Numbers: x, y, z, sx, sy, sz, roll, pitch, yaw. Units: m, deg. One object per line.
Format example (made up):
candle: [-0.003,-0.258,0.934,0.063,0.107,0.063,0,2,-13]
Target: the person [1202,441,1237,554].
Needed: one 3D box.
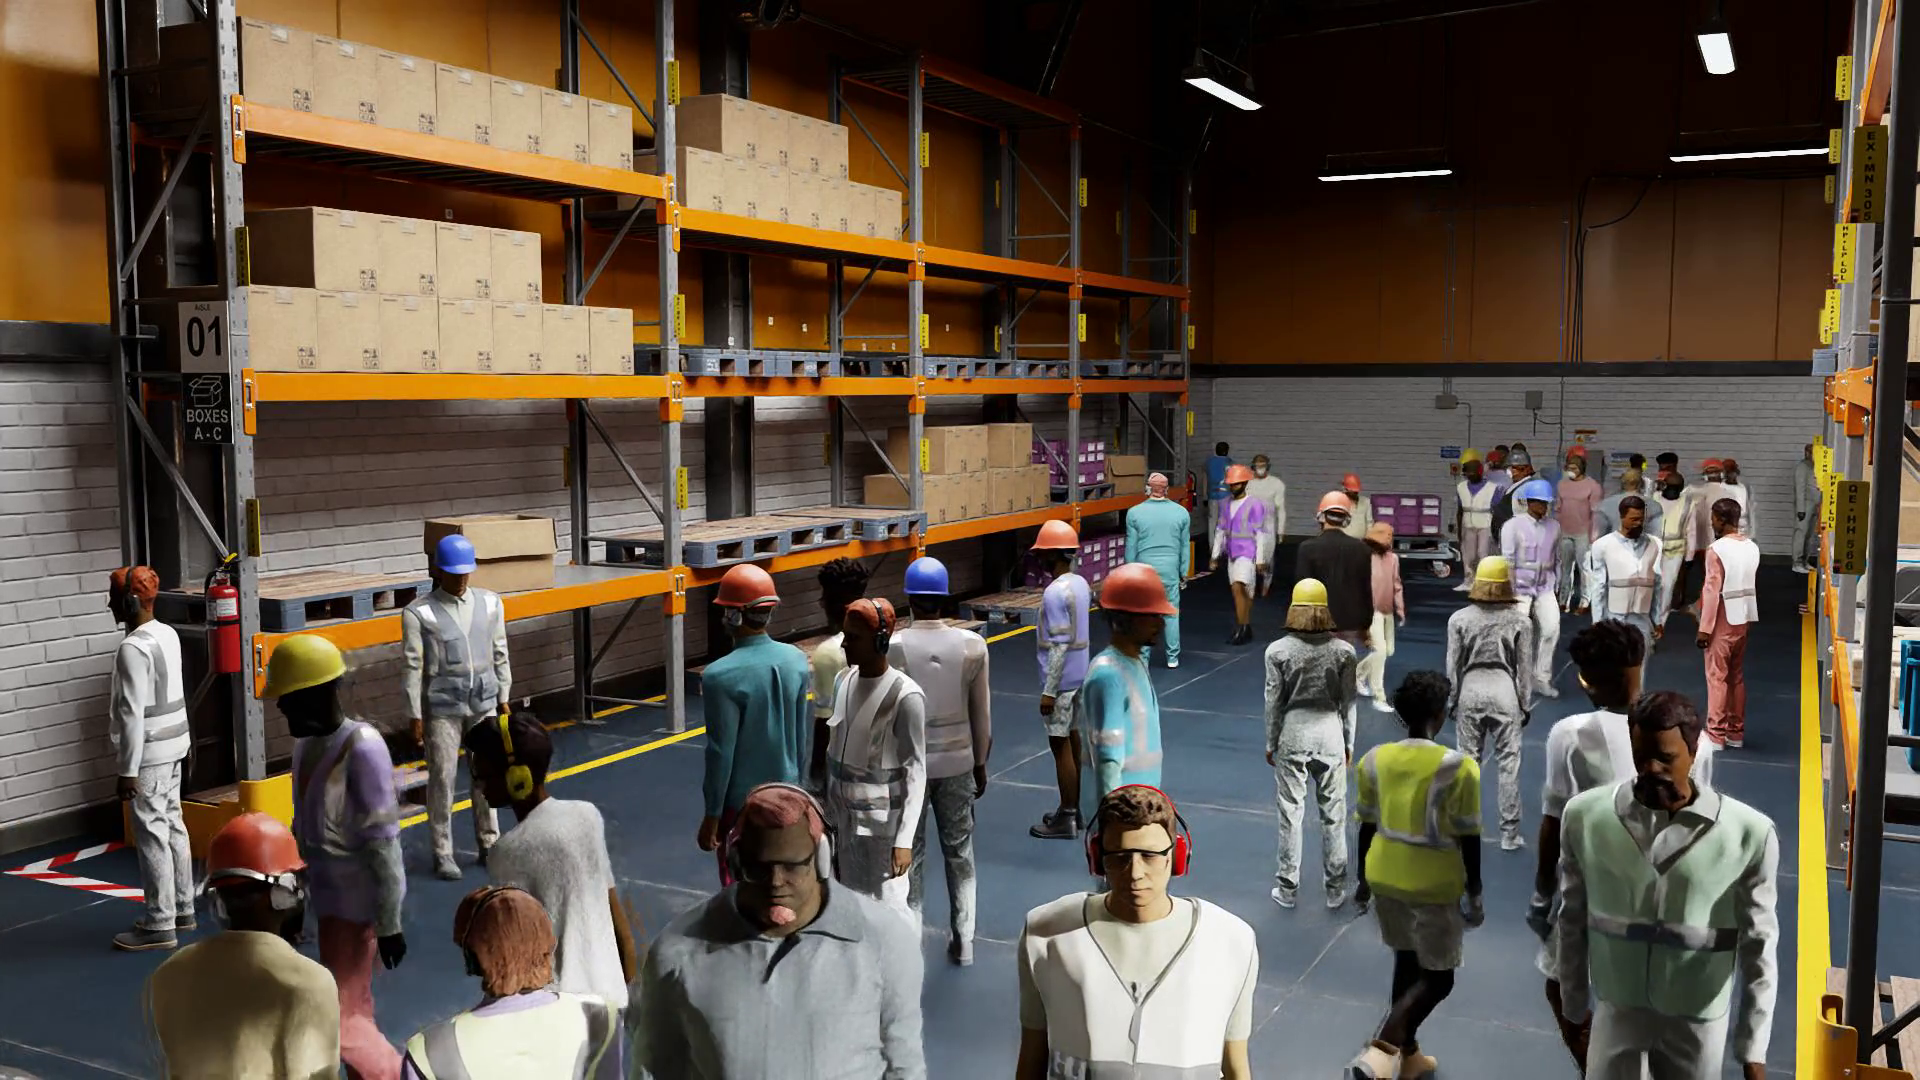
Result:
person: [4.281,-0.696,27.229,0.633,1.841,0.429,4,6,35]

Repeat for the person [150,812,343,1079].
person: [-1.699,1.528,4.054,0.579,1.691,0.860,2,6,16]

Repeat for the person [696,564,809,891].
person: [-0.893,1.096,7.128,0.381,1.994,0.622,3,6,33]

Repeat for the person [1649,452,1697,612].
person: [8.650,-0.099,20.249,0.389,1.948,0.634,-4,6,-34]

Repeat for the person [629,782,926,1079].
person: [-0.411,1.472,3.640,0.683,1.889,0.527,0,5,1]

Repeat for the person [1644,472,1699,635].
person: [7.725,0.150,18.275,0.694,1.812,0.490,3,6,25]

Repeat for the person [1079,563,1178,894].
person: [0.687,1.107,6.764,0.391,2.040,0.612,1,5,13]

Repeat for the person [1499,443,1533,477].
person: [7.949,-0.422,23.760,0.635,1.939,0.362,-3,6,-29]

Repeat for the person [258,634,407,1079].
person: [-2.167,1.267,5.783,0.455,1.900,0.616,-5,7,-40]

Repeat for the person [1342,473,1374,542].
person: [4.738,0.018,20.284,0.601,1.702,0.819,-3,6,-25]

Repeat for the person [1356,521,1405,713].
person: [3.544,0.628,14.229,0.507,1.608,0.657,-4,7,-36]

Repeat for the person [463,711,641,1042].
person: [-1.184,1.392,4.809,0.810,1.826,0.527,1,5,12]

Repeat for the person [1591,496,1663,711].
person: [5.177,0.602,12.939,0.593,1.907,0.414,-1,5,-13]

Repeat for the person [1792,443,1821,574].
person: [12.457,-0.463,24.395,0.643,1.905,0.400,-5,7,-44]

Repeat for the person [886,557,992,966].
person: [-0.151,1.052,7.854,0.614,1.945,0.403,-2,6,-18]

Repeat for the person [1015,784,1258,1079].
person: [0.407,1.470,3.896,0.564,1.846,0.390,0,5,3]

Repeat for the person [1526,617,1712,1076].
person: [2.361,1.241,5.891,0.690,1.945,0.487,-1,5,-8]

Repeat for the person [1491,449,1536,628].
person: [6.315,-0.022,18.913,0.535,2.000,0.685,1,5,7]

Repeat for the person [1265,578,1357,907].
person: [1.843,1.069,8.778,0.485,1.740,0.303,0,5,4]

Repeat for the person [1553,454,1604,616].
person: [7.353,-0.056,19.862,0.370,1.934,0.627,-4,7,-36]

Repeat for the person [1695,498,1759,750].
person: [5.804,0.635,12.583,0.592,1.907,0.416,-4,7,-38]

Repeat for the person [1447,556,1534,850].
person: [3.157,0.962,9.917,0.492,1.741,0.323,2,6,21]

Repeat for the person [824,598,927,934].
person: [-0.373,1.175,6.881,0.355,1.883,0.575,-5,7,-41]

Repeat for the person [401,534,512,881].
person: [-2.802,0.925,9.305,0.623,1.933,0.420,-5,7,-41]

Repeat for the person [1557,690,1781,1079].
person: [1.955,1.373,4.657,0.589,1.898,0.702,3,6,25]

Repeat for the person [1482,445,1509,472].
person: [8.364,-0.559,25.753,0.565,1.841,0.396,1,5,15]

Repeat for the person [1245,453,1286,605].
person: [3.797,-0.151,21.036,0.638,1.919,0.833,1,5,12]

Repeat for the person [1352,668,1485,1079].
person: [1.666,1.330,6.329,0.677,1.668,0.538,-4,7,-38]

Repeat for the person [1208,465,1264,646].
person: [2.902,0.165,17.608,0.702,1.912,0.571,-3,6,-33]

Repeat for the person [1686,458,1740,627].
person: [8.318,0.065,18.456,0.695,1.948,0.670,-2,6,-21]

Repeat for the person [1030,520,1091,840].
person: [0.595,0.845,10.132,0.371,1.935,0.551,2,6,21]

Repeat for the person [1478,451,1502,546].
person: [8.177,-0.496,25.537,0.327,1.753,0.561,5,7,43]

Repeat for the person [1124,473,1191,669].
person: [1.902,0.303,16.097,0.651,1.913,0.409,-1,5,-6]

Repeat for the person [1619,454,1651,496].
person: [9.253,-0.271,22.803,1.028,1.815,0.536,-4,7,-37]

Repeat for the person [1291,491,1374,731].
person: [2.813,0.623,12.402,0.666,1.960,0.670,-1,6,-15]

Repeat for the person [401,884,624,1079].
person: [-0.996,1.591,3.763,0.524,1.632,0.314,-3,6,-27]

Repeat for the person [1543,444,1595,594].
person: [7.943,-0.270,21.869,0.752,1.989,0.444,4,7,37]

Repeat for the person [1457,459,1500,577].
person: [6.702,-0.143,21.408,0.568,1.813,0.613,-5,7,-42]

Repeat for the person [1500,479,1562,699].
person: [5.004,0.440,14.514,0.639,1.932,0.540,-1,5,-9]

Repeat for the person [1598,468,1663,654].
person: [6.817,0.223,16.942,0.646,1.908,0.641,4,6,34]

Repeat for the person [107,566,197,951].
person: [-3.983,1.060,8.177,0.351,1.878,0.568,-1,5,-10]

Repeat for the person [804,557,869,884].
person: [-0.509,1.052,7.842,0.377,1.949,0.611,2,6,25]

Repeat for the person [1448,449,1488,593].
person: [6.744,-0.252,22.081,0.426,1.912,0.643,-1,5,-14]

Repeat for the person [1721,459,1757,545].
person: [9.467,-0.076,20.455,0.598,1.858,0.699,0,5,0]
